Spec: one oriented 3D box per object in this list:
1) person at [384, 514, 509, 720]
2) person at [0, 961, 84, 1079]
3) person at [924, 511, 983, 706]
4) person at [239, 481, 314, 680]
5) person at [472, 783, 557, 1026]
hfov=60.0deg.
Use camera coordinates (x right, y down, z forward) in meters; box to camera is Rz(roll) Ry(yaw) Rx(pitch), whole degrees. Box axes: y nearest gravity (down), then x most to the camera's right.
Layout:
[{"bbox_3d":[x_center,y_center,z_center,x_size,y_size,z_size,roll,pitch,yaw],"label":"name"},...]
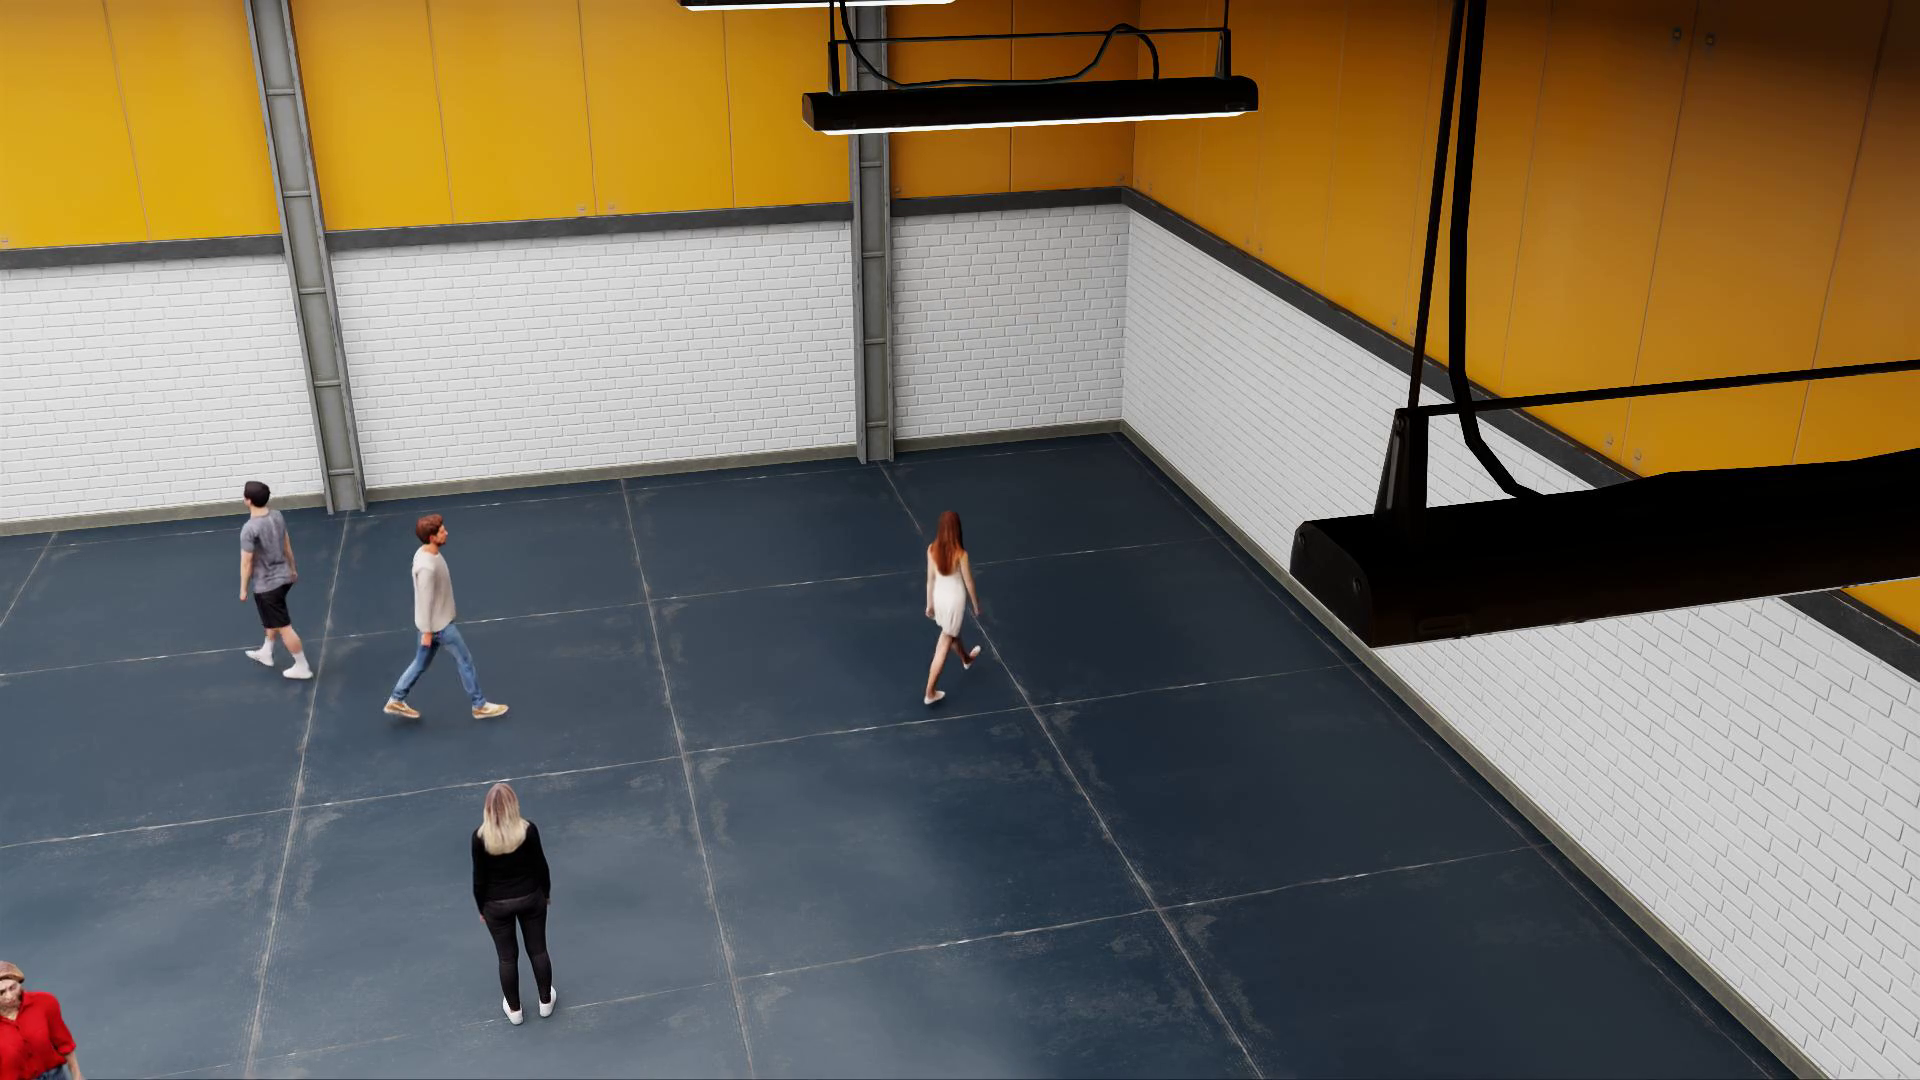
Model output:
[{"bbox_3d":[-4.428,0.706,13.741,1.221,1.855,0.676,-7,25,-16],"label":"person"},{"bbox_3d":[-4.973,2.917,8.901,1.053,1.678,1.076,19,30,36],"label":"person"},{"bbox_3d":[-0.141,0.615,14.201,1.059,1.653,1.200,16,28,33],"label":"person"},{"bbox_3d":[-5.909,0.381,14.489,1.110,1.850,0.970,6,24,14],"label":"person"},{"bbox_3d":[-2.786,2.268,10.379,0.479,1.686,0.685,-8,25,-17],"label":"person"}]
